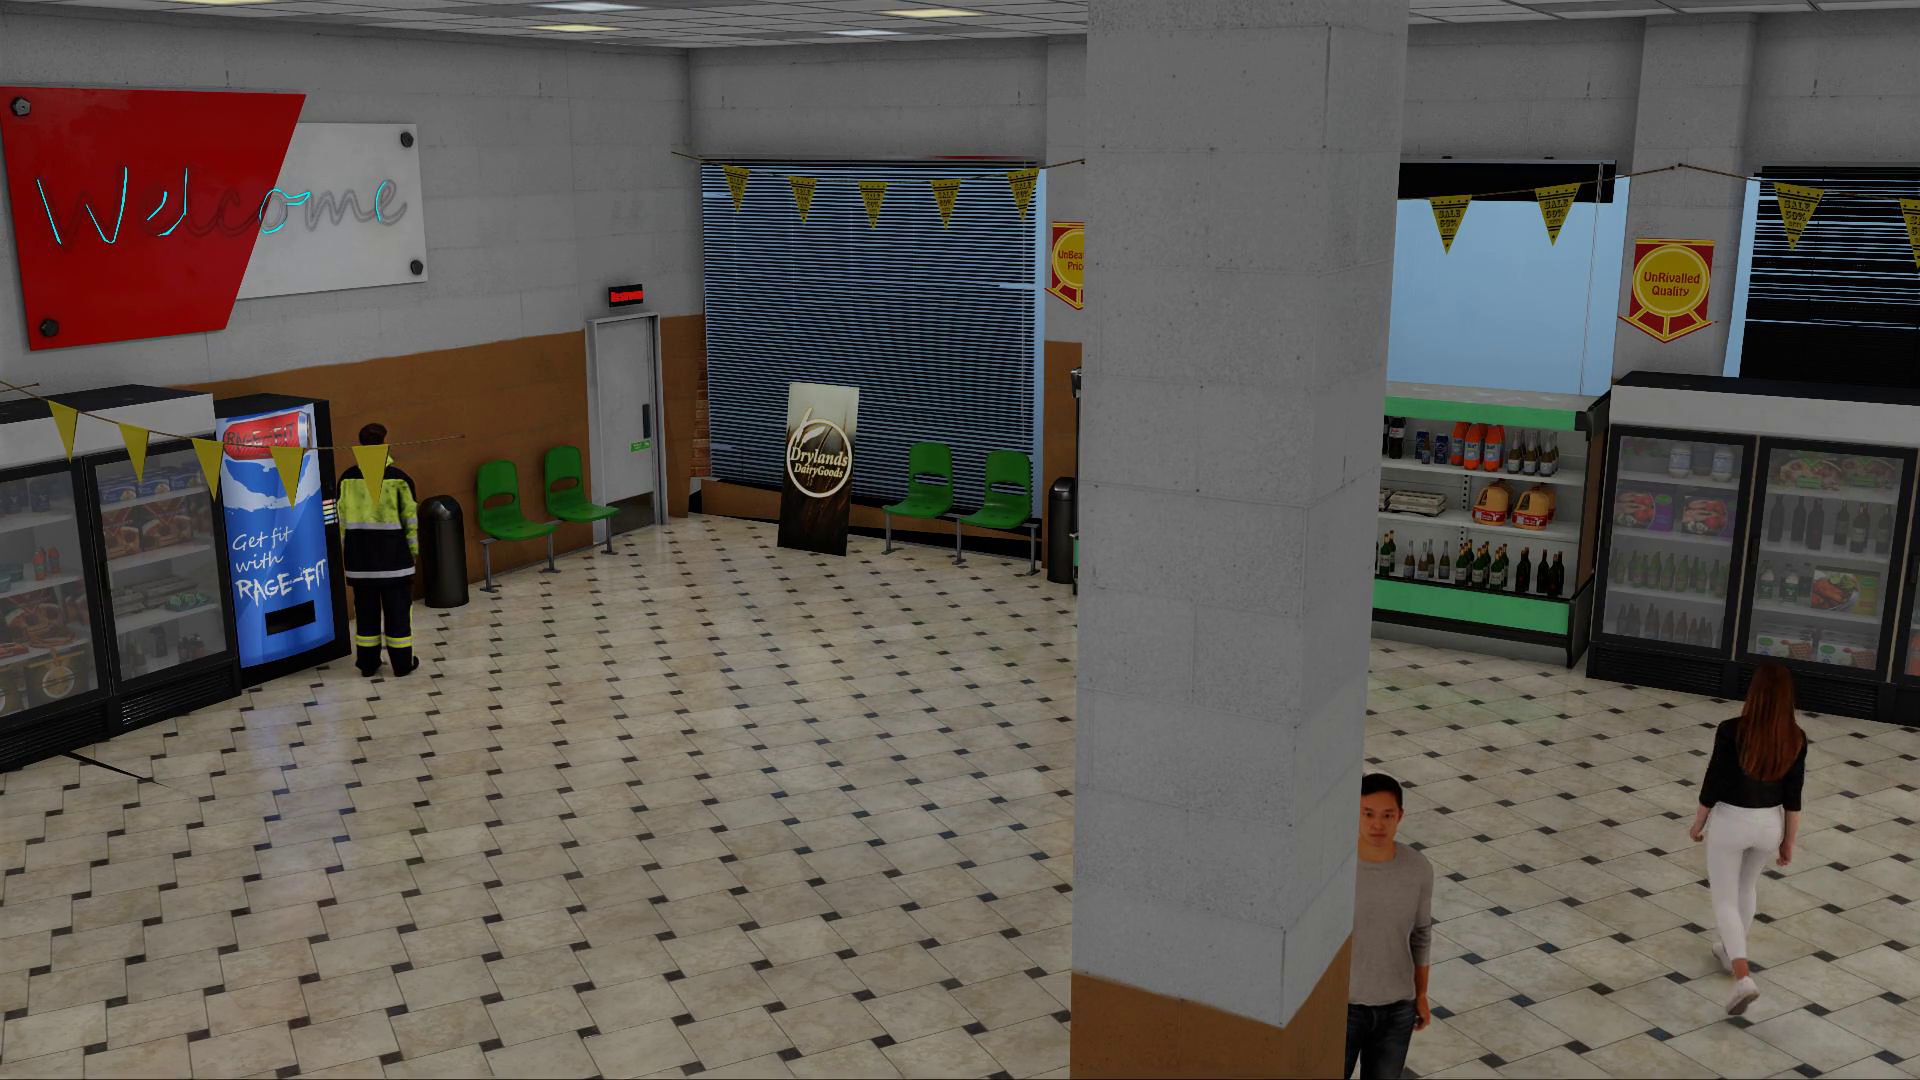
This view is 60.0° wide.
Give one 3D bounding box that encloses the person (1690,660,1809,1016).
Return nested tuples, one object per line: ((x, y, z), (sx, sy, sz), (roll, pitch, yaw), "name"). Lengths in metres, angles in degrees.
((3.773, 1.429, 7.954), (1.098, 1.675, 0.967), (1, 14, 4), "person")

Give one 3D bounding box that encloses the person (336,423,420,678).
((-4.516, 0.072, 12.899), (0.817, 1.981, 0.921), (-1, 14, -6), "person")

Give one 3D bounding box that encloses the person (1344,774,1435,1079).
((1.552, 1.740, 6.390), (0.659, 1.808, 0.797), (0, 14, 1), "person")
